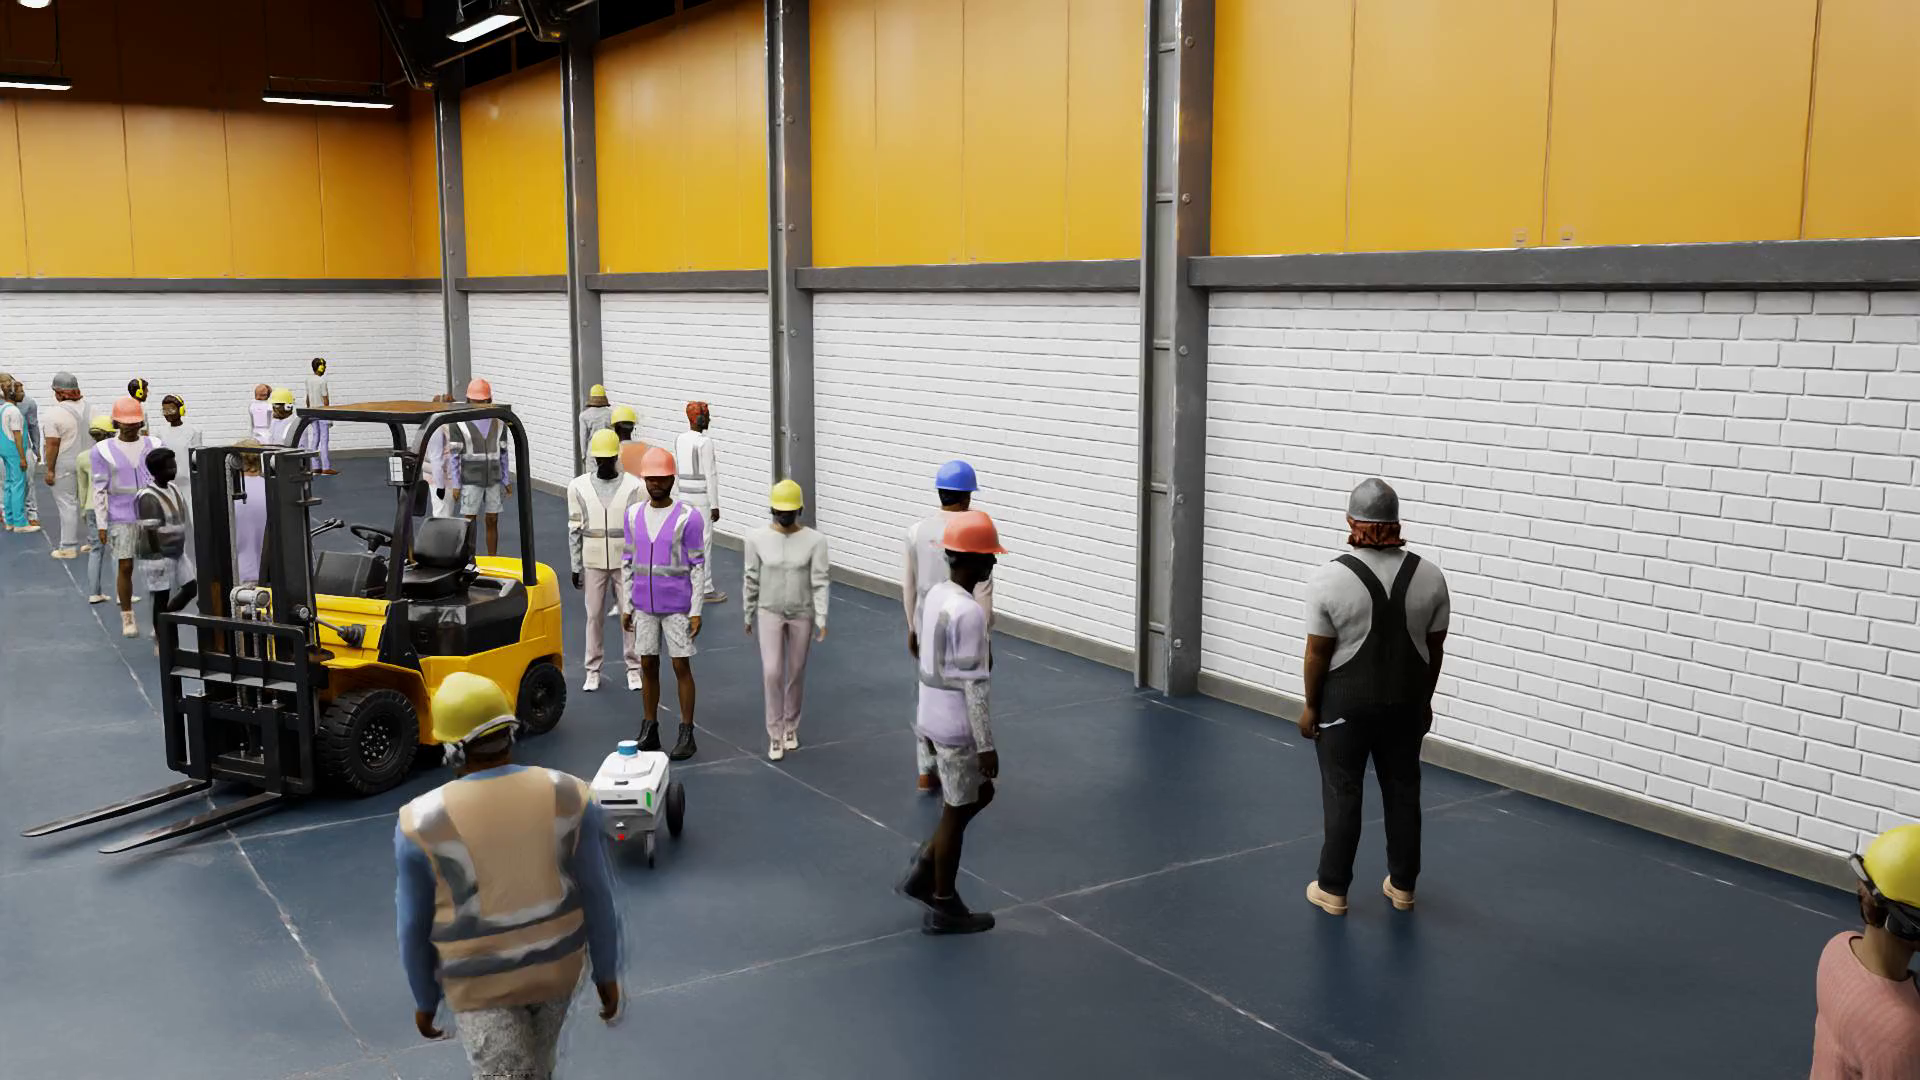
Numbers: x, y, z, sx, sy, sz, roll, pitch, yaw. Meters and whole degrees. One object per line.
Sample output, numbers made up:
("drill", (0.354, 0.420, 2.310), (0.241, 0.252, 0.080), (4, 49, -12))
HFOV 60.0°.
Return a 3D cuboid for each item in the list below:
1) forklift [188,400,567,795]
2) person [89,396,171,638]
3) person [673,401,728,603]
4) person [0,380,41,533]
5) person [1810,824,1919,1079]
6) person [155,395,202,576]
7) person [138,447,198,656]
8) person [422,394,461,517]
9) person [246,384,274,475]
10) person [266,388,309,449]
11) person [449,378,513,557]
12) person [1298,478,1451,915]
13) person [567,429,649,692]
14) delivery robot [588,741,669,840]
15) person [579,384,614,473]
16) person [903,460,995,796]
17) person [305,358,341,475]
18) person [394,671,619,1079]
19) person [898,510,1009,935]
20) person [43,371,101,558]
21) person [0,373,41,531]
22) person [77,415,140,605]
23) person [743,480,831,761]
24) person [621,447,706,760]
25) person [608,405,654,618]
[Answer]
("forklift", (-3.529, 0.258, 10.348), (1.214, 2.155, 2.313), (4, 9, 25))
("person", (-6.905, -0.187, 13.926), (0.611, 2.030, 0.410), (-7, 11, -39))
("person", (-2.438, -0.356, 15.528), (0.347, 1.882, 0.584), (-8, 12, -43))
("person", (-11.364, -1.001, 20.007), (0.516, 1.843, 0.326), (8, 11, 42))
("person", (2.022, 1.469, 3.676), (0.338, 1.756, 0.532), (2, 9, 14))
("person", (-7.938, -0.554, 16.962), (0.510, 1.861, 0.324), (1, 8, 4))
("person", (-6.213, 0.110, 13.032), (0.367, 1.683, 0.556), (0, 8, -1))
("person", (-5.407, -0.614, 17.447), (0.430, 1.840, 0.633), (-1, 9, -10))
("person", (-9.584, -1.332, 22.961), (0.512, 1.633, 0.313), (2, 9, 11))
("person", (-7.517, -0.781, 18.564), (0.594, 1.832, 0.404), (6, 10, 34))
("person", (-4.772, -0.597, 16.625), (0.615, 2.039, 0.386), (-6, 11, -37))
("person", (1.885, 0.719, 7.760), (0.674, 2.000, 0.536), (-1, 9, -8))
("person", (-2.529, 0.152, 12.014), (0.583, 1.918, 0.407), (-1, 8, -5))
("delivery robot", (-1.711, 1.284, 8.603), (0.477, 0.478, 0.707), (0, 9, -3))
("person", (-4.519, -1.079, 20.883), (0.487, 1.742, 0.299), (-2, 9, -14))
("person", (-0.046, 0.510, 9.500), (0.617, 1.942, 0.409), (7, 11, 38))
("person", (-10.145, -1.958, 26.402), (0.510, 1.865, 0.329), (5, 10, 31))
("person", (-1.321, 1.276, 4.899), (0.603, 1.784, 0.876), (-6, 10, -36))
("person", (0.022, 0.827, 7.440), (0.410, 1.923, 0.566), (-2, 9, -11))
("person", (-9.737, -0.826, 18.169), (0.537, 2.000, 0.682), (3, 9, 21))
("person", (-11.531, -1.070, 20.220), (0.636, 1.928, 0.386), (-6, 10, -34))
("person", (-7.890, -0.275, 15.413), (0.522, 1.760, 0.332), (2, 9, 11))
("person", (-1.065, 0.489, 10.302), (0.538, 1.734, 0.685), (-1, 9, -8))
("person", (-1.845, 0.393, 10.283), (0.552, 1.942, 0.342), (3, 9, 16))
("person", (-2.947, -0.236, 14.695), (0.586, 1.895, 0.479), (-7, 11, -41))
